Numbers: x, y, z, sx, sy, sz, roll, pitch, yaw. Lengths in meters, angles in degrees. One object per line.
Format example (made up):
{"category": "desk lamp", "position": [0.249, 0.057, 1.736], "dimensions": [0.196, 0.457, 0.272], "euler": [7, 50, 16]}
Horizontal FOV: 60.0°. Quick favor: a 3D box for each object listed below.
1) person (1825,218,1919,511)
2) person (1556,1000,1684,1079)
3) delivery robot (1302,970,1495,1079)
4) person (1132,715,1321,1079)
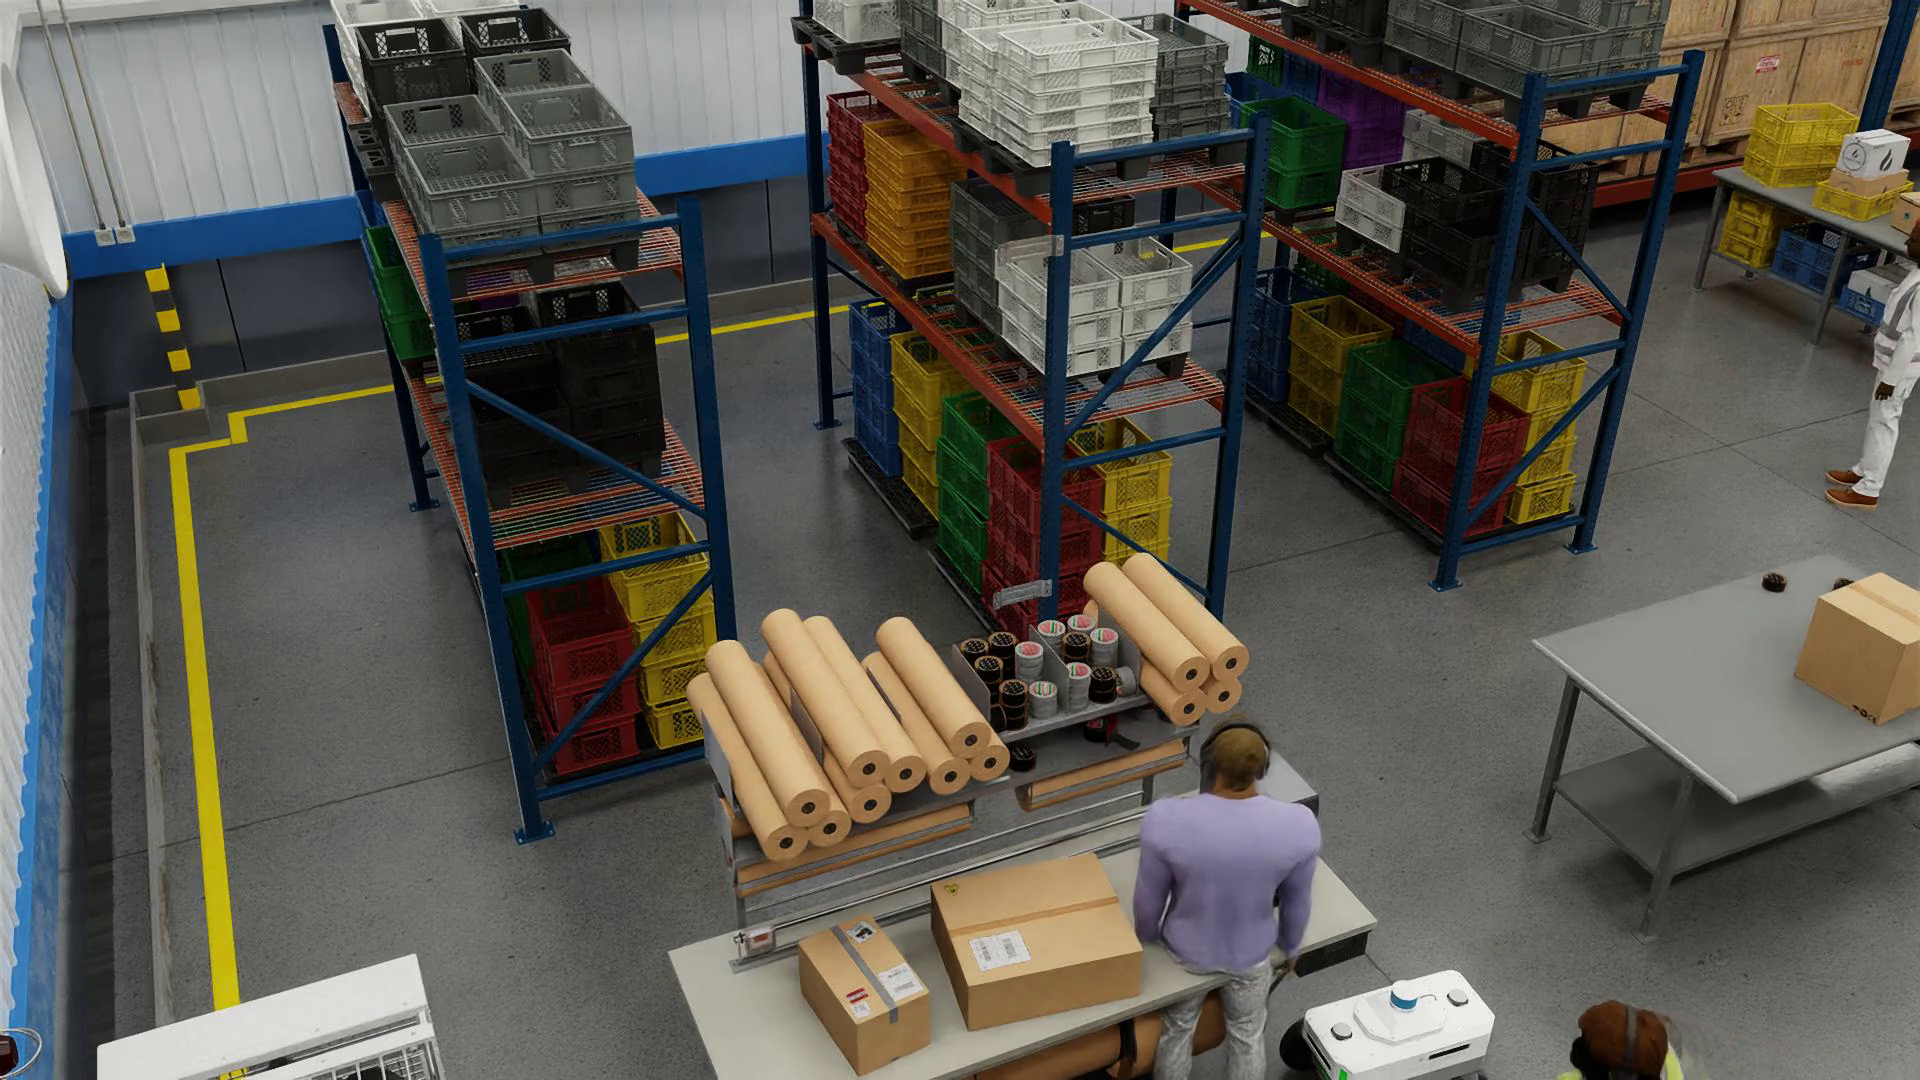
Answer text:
{"category": "person", "position": [5.733, -1.085, 10.189], "dimensions": [0.359, 1.880, 0.564], "euler": [15, 35, 22]}
{"category": "person", "position": [1.886, 2.085, 5.081], "dimensions": [0.448, 1.827, 0.659], "euler": [14, 34, 21]}
{"category": "delivery robot", "position": [1.702, 1.920, 6.471], "dimensions": [0.707, 0.478, 0.477], "euler": [-10, 33, -16]}
{"category": "person", "position": [0.930, 1.451, 6.020], "dimensions": [0.630, 1.931, 0.369], "euler": [2, 32, 2]}
